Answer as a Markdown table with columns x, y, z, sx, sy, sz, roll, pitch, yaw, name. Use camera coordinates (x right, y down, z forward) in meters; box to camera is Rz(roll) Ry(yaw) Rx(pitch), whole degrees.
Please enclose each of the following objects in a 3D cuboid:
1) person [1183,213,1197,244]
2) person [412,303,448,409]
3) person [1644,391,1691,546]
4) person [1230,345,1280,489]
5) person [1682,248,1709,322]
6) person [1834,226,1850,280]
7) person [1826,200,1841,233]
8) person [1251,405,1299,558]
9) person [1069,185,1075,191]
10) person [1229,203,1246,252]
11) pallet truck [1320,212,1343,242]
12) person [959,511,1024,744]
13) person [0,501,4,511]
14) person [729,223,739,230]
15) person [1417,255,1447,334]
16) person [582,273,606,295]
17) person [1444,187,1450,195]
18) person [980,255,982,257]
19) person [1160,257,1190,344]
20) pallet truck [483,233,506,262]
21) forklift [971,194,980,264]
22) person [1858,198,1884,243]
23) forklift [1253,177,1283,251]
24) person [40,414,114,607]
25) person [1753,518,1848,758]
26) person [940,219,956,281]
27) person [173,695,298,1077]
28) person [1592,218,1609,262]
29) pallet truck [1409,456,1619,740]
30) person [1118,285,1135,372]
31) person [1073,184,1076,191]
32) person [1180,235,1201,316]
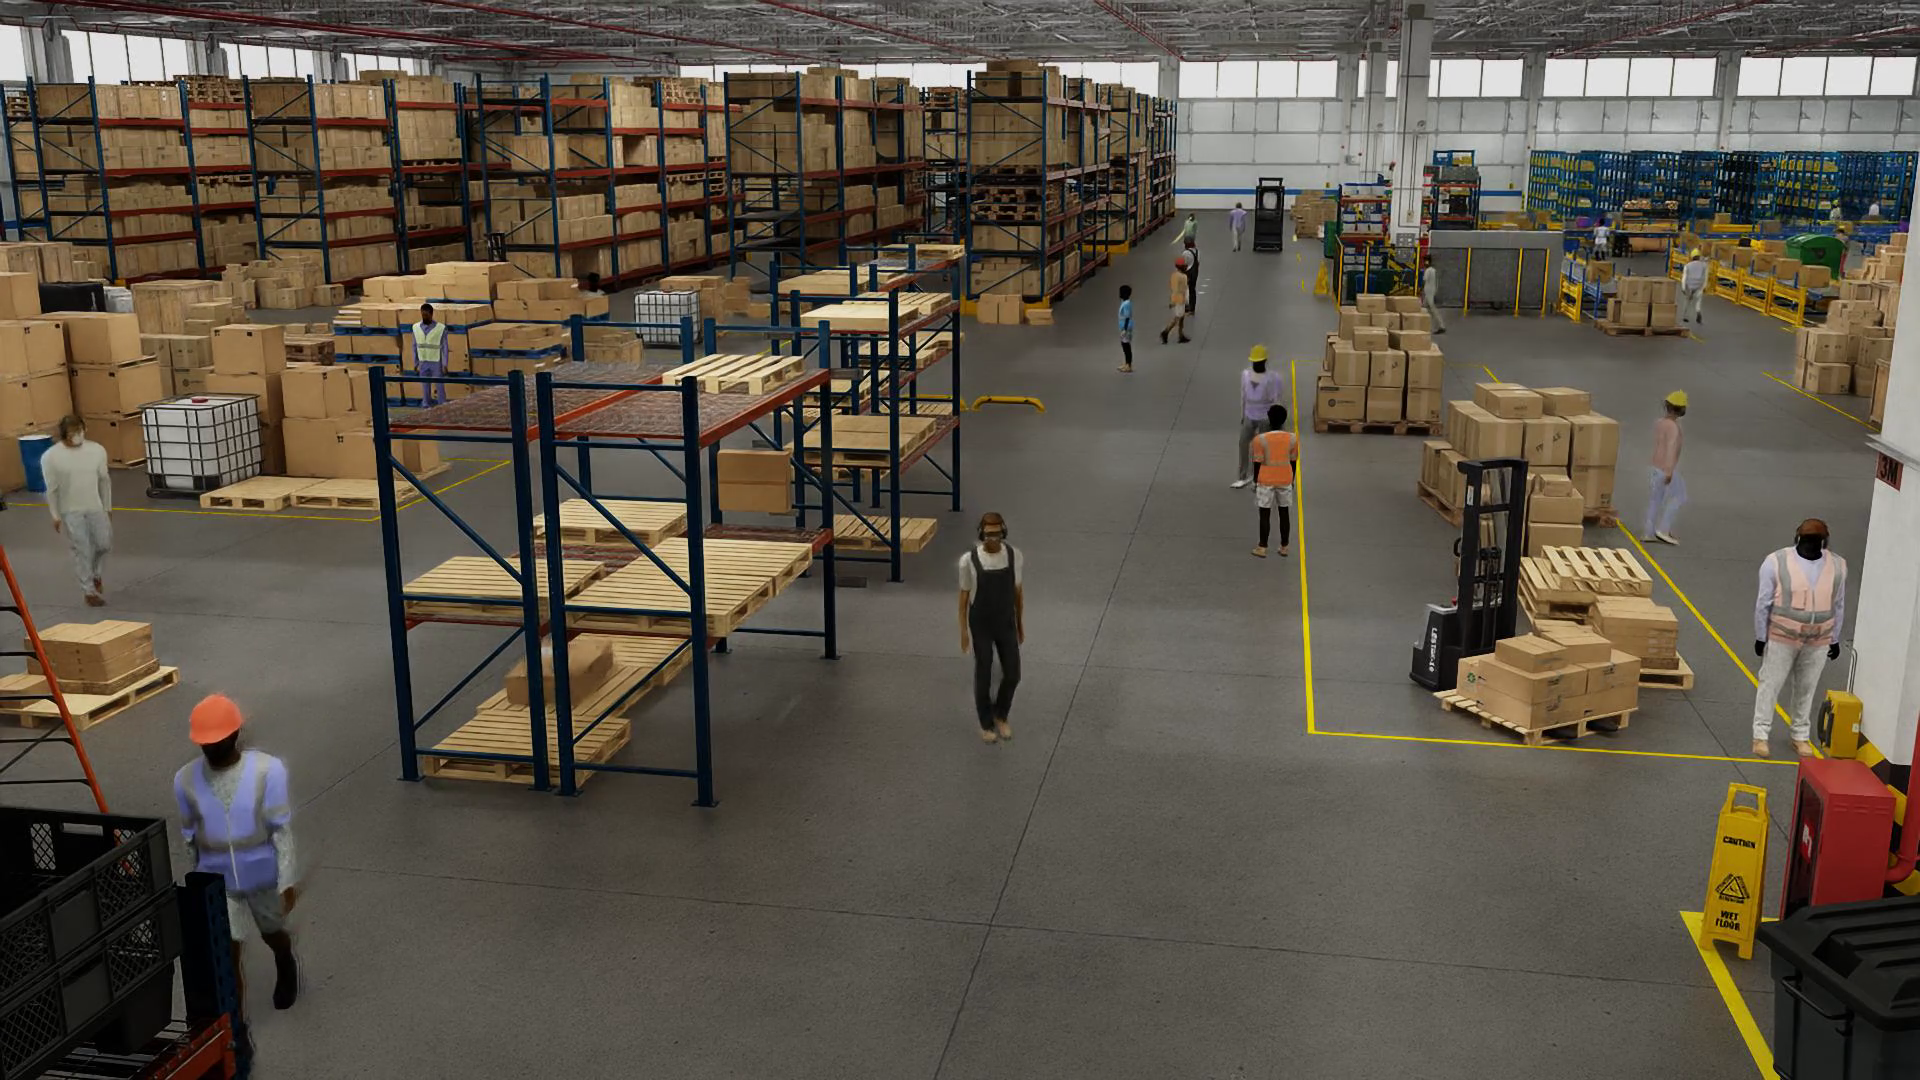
| x | y | z | sx | sy | sz | roll | pitch | yaw | name |
| --- | --- | --- | --- | --- | --- | --- | --- | --- | --- |
| 8.551 | -11.339 | 61.815 | 0.529 | 1.619 | 0.337 | 8 | 16 | 28 | person |
| -8.509 | -2.853 | 26.765 | 0.590 | 1.921 | 0.392 | 1 | 14 | 5 | person |
| 8.030 | -0.811 | 18.826 | 0.473 | 1.750 | 0.524 | 0 | 14 | -1 | person |
| 3.849 | -1.590 | 21.688 | 0.601 | 1.886 | 0.831 | 11 | 17 | 37 | person |
| 17.897 | -6.185 | 40.514 | 0.604 | 1.810 | 0.614 | 3 | 14 | 11 | person |
| 27.627 | -9.023 | 52.262 | 0.506 | 1.703 | 0.863 | 8 | 16 | 29 | person |
| 35.996 | -13.118 | 68.688 | 0.798 | 1.791 | 0.596 | 2 | 14 | 7 | person |
| 3.443 | -0.639 | 18.233 | 0.535 | 1.697 | 0.318 | -3 | 14 | -12 | person |
| 5.841 | -17.951 | 88.304 | 0.660 | 1.796 | 0.931 | 0 | 14 | 1 | person |
| 10.782 | -12.167 | 64.649 | 0.644 | 1.901 | 0.992 | 3 | 14 | 11 | person |
| 15.874 | -13.227 | 70.310 | 0.680 | 1.201 | 1.601 | 10 | 17 | 35 | pallet truck |
| 0.251 | 0.675 | 12.628 | 0.532 | 1.826 | 0.431 | -4 | 14 | -15 | person |
| -12.282 | -1.269 | 20.398 | 0.927 | 1.875 | 0.670 | -1 | 14 | -5 | person |
| -9.604 | -13.555 | 70.246 | 0.575 | 1.900 | 0.902 | 0 | 14 | 0 | person |
| 10.824 | -5.666 | 38.420 | 1.006 | 1.816 | 0.544 | 7 | 16 | 27 | person |
| -6.956 | -4.167 | 32.062 | 0.889 | 1.929 | 0.646 | 13 | 19 | 41 | person |
| 23.531 | -16.151 | 80.624 | 0.408 | 1.982 | 0.612 | -9 | 16 | -31 | person |
| 0.849 | -9.280 | 53.316 | 0.530 | 1.697 | 0.321 | -7 | 16 | -27 | person |
| 4.751 | -5.255 | 36.549 | 0.823 | 1.912 | 0.555 | -7 | 16 | -27 | person |
| -11.832 | -7.026 | 43.548 | 1.885 | 1.965 | 0.823 | 8 | 16 | 28 | pallet truck |
| 0.889 | -10.443 | 55.603 | 1.129 | 2.768 | 1.873 | 3 | 14 | 10 | forklift |
| 38.210 | -13.361 | 69.573 | 1.014 | 1.861 | 0.651 | 5 | 15 | 18 | person |
| 12.083 | -12.747 | 64.956 | 1.129 | 2.768 | 1.873 | 3 | 14 | 10 | forklift |
| -8.656 | -0.297 | 16.375 | 0.478 | 1.923 | 0.636 | 11 | 18 | 38 | person |
| 6.245 | 0.730 | 12.384 | 0.627 | 1.839 | 0.429 | 2 | 14 | 6 | person |
| -0.319 | -9.050 | 51.953 | 0.644 | 1.908 | 0.408 | -8 | 16 | -29 | person |
| -3.647 | 1.664 | 8.452 | 0.546 | 1.911 | 0.856 | -3 | 14 | -14 | person |
| 21.986 | -10.211 | 57.105 | 0.548 | 1.685 | 0.426 | 3 | 14 | 13 | person |
| 4.504 | 0.400 | 13.395 | 0.823 | 1.965 | 1.885 | -6 | 15 | -23 | pallet truck |
| 3.233 | -4.105 | 32.355 | 0.350 | 1.674 | 0.554 | 1 | 14 | 6 | person |
| 5.859 | -17.059 | 84.384 | 0.396 | 1.946 | 0.617 | -10 | 17 | -34 | person |
| 5.741 | -6.694 | 42.111 | 0.538 | 2.000 | 0.686 | 12 | 18 | 40 | person |
